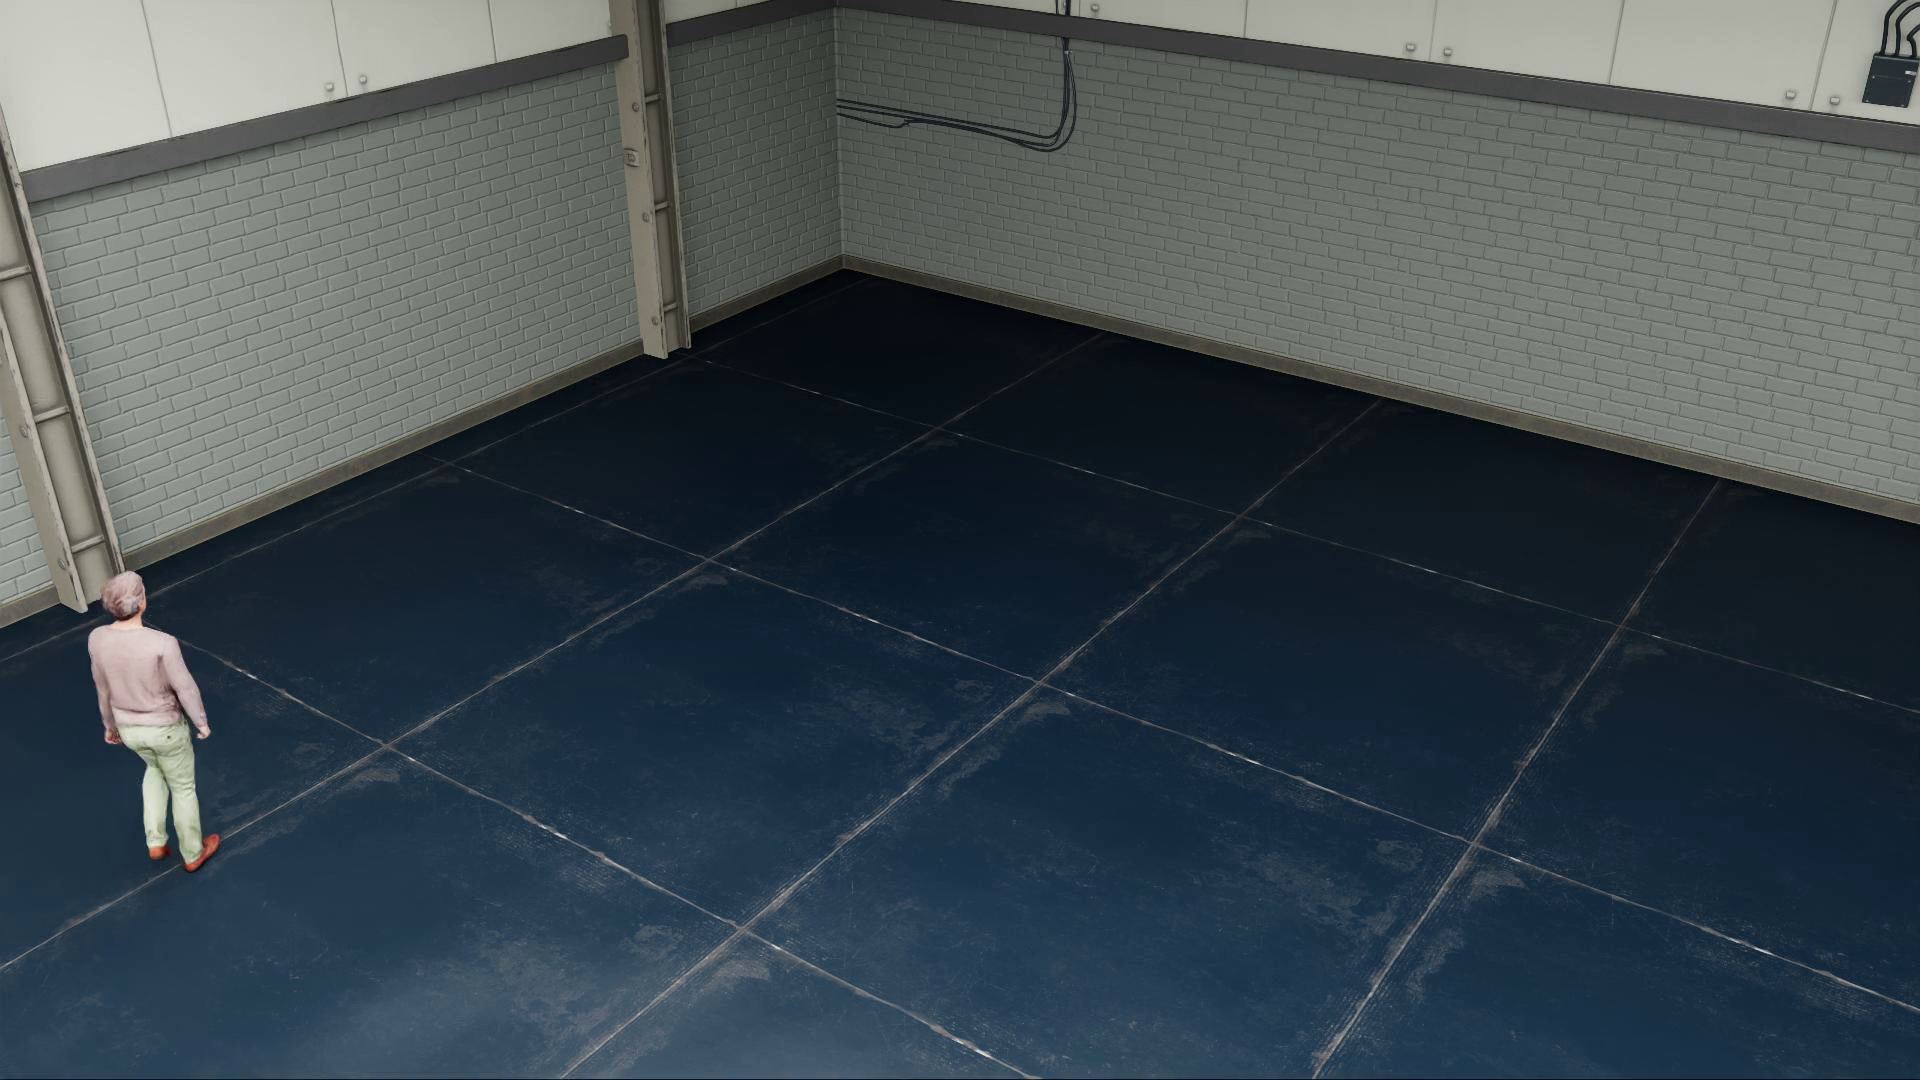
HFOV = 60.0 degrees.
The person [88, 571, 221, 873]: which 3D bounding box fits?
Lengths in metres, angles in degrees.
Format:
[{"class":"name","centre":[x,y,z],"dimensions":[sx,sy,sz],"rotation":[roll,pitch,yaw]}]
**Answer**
[{"class":"person","centre":[-4.410,1.072,9.009],"dimensions":[0.843,1.860,0.877],"rotation":[2,28,4]}]
